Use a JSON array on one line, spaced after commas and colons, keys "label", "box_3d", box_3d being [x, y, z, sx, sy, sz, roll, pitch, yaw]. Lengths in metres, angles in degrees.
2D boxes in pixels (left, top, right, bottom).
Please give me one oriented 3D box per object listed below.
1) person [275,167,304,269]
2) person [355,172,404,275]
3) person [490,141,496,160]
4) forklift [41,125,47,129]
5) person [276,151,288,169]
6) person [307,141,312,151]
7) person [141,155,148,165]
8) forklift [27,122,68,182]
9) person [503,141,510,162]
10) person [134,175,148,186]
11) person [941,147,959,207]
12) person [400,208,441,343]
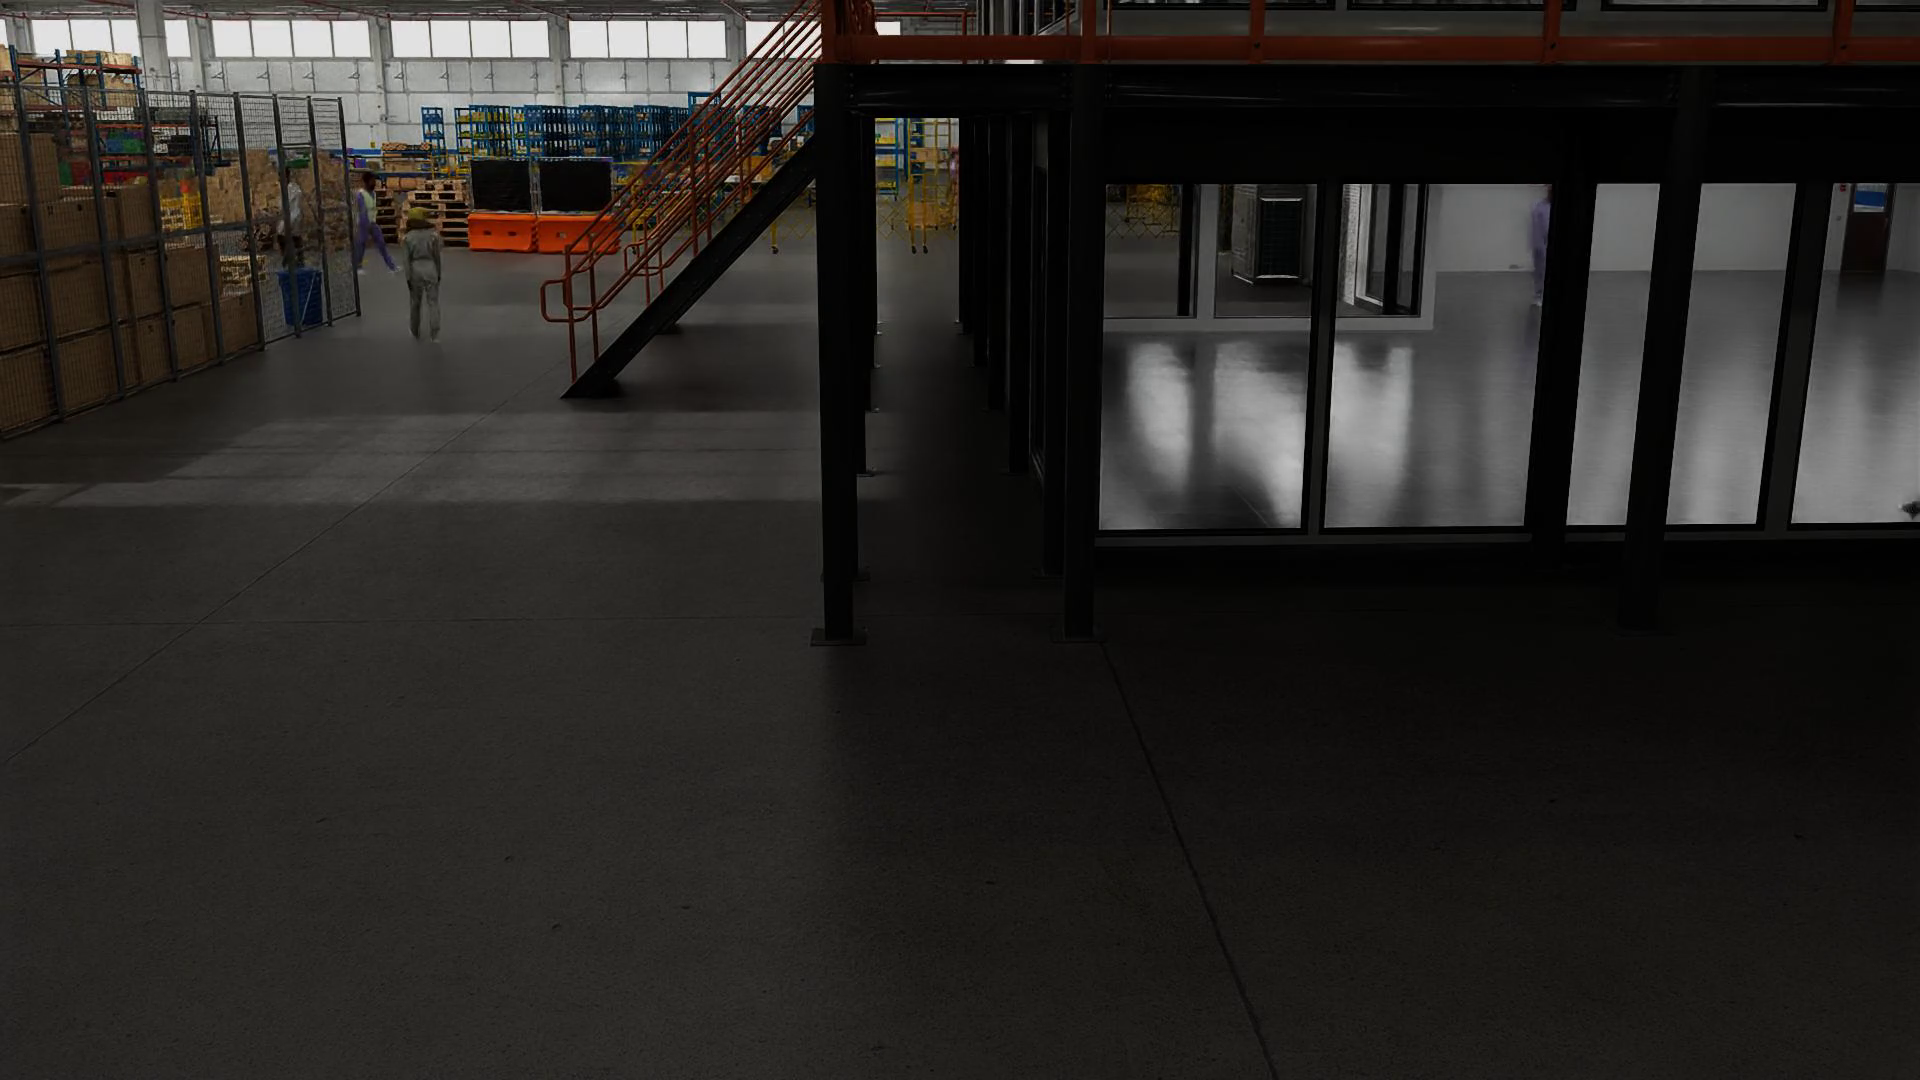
[{"label": "person", "box_3d": [-12.944, -6.164, 31.873, 0.635, 1.936, 0.635, 1, 14, 3]}, {"label": "person", "box_3d": [-10.768, -5.781, 30.499, 1.007, 1.866, 0.597, 4, 15, 14]}, {"label": "person", "box_3d": [-23.033, -18.768, 82.146, 0.398, 1.989, 0.621, -6, 15, -21]}, {"label": "forklift", "box_3d": [-38.471, -16.032, 69.410, 1.129, 2.768, 1.873, -1, 14, -3]}, {"label": "person", "box_3d": [-23.151, -12.406, 57.073, 0.611, 1.815, 0.506, 0, 14, 1]}, {"label": "person", "box_3d": [-33.693, -19.835, 86.627, 1.021, 1.897, 0.615, -3, 14, -11]}, {"label": "person", "box_3d": [-34.294, -15.678, 70.279, 0.539, 1.758, 0.395, -5, 15, -19]}, {"label": "forklift", "box_3d": [-35.376, -14.773, 64.377, 1.129, 2.768, 1.873, -1, 14, -2]}, {"label": "person", "box_3d": [-24.337, -20.452, 89.201, 0.589, 1.833, 0.404, 10, 17, 35]}, {"label": "person", "box_3d": [-16.501, -6.510, 33.677, 0.492, 1.730, 0.597, -8, 16, -29]}, {"label": "person", "box_3d": [-0.255, -12.233, 56.036, 0.635, 1.989, 1.038, 9, 17, 32]}, {"label": "person", "box_3d": [-6.866, -3.377, 21.246, 0.497, 1.689, 0.943, -7, 16, -26]}]
